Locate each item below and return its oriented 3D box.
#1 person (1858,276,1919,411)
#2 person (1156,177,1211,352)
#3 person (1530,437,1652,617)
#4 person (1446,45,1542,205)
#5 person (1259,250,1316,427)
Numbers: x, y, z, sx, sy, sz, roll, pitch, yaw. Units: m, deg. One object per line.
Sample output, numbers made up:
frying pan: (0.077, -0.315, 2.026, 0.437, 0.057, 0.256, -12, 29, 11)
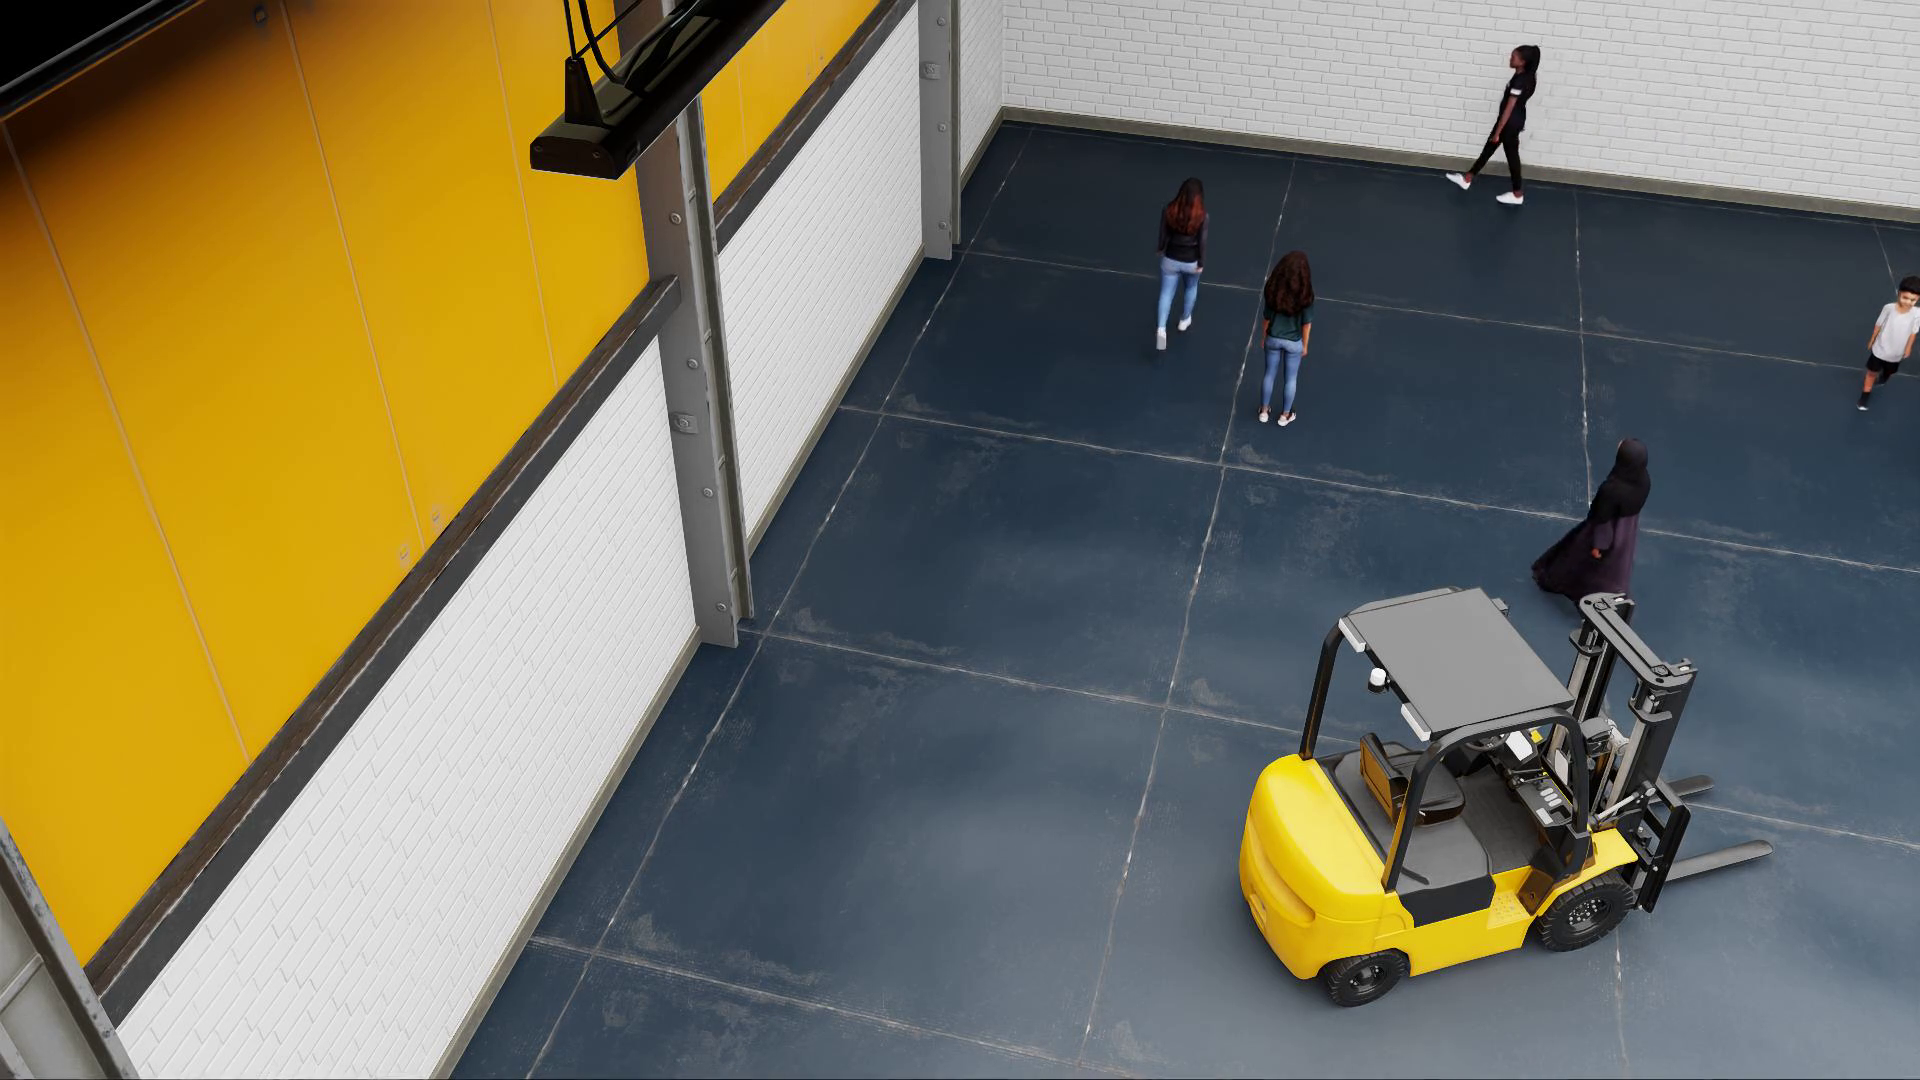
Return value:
person: (8.081, -1.742, 14.404, 0.612, 1.246, 0.831, 19, 42, 22)
person: (1.981, -2.481, 15.044, 0.617, 1.601, 1.037, 11, 40, 13)
person: (4.735, -0.024, 11.963, 1.031, 1.608, 1.159, -15, 41, -18)
person: (5.774, -4.257, 17.189, 0.744, 1.700, 1.027, 14, 41, 17)
person: (2.745, -1.702, 14.057, 0.630, 1.617, 0.628, 15, 41, 18)
